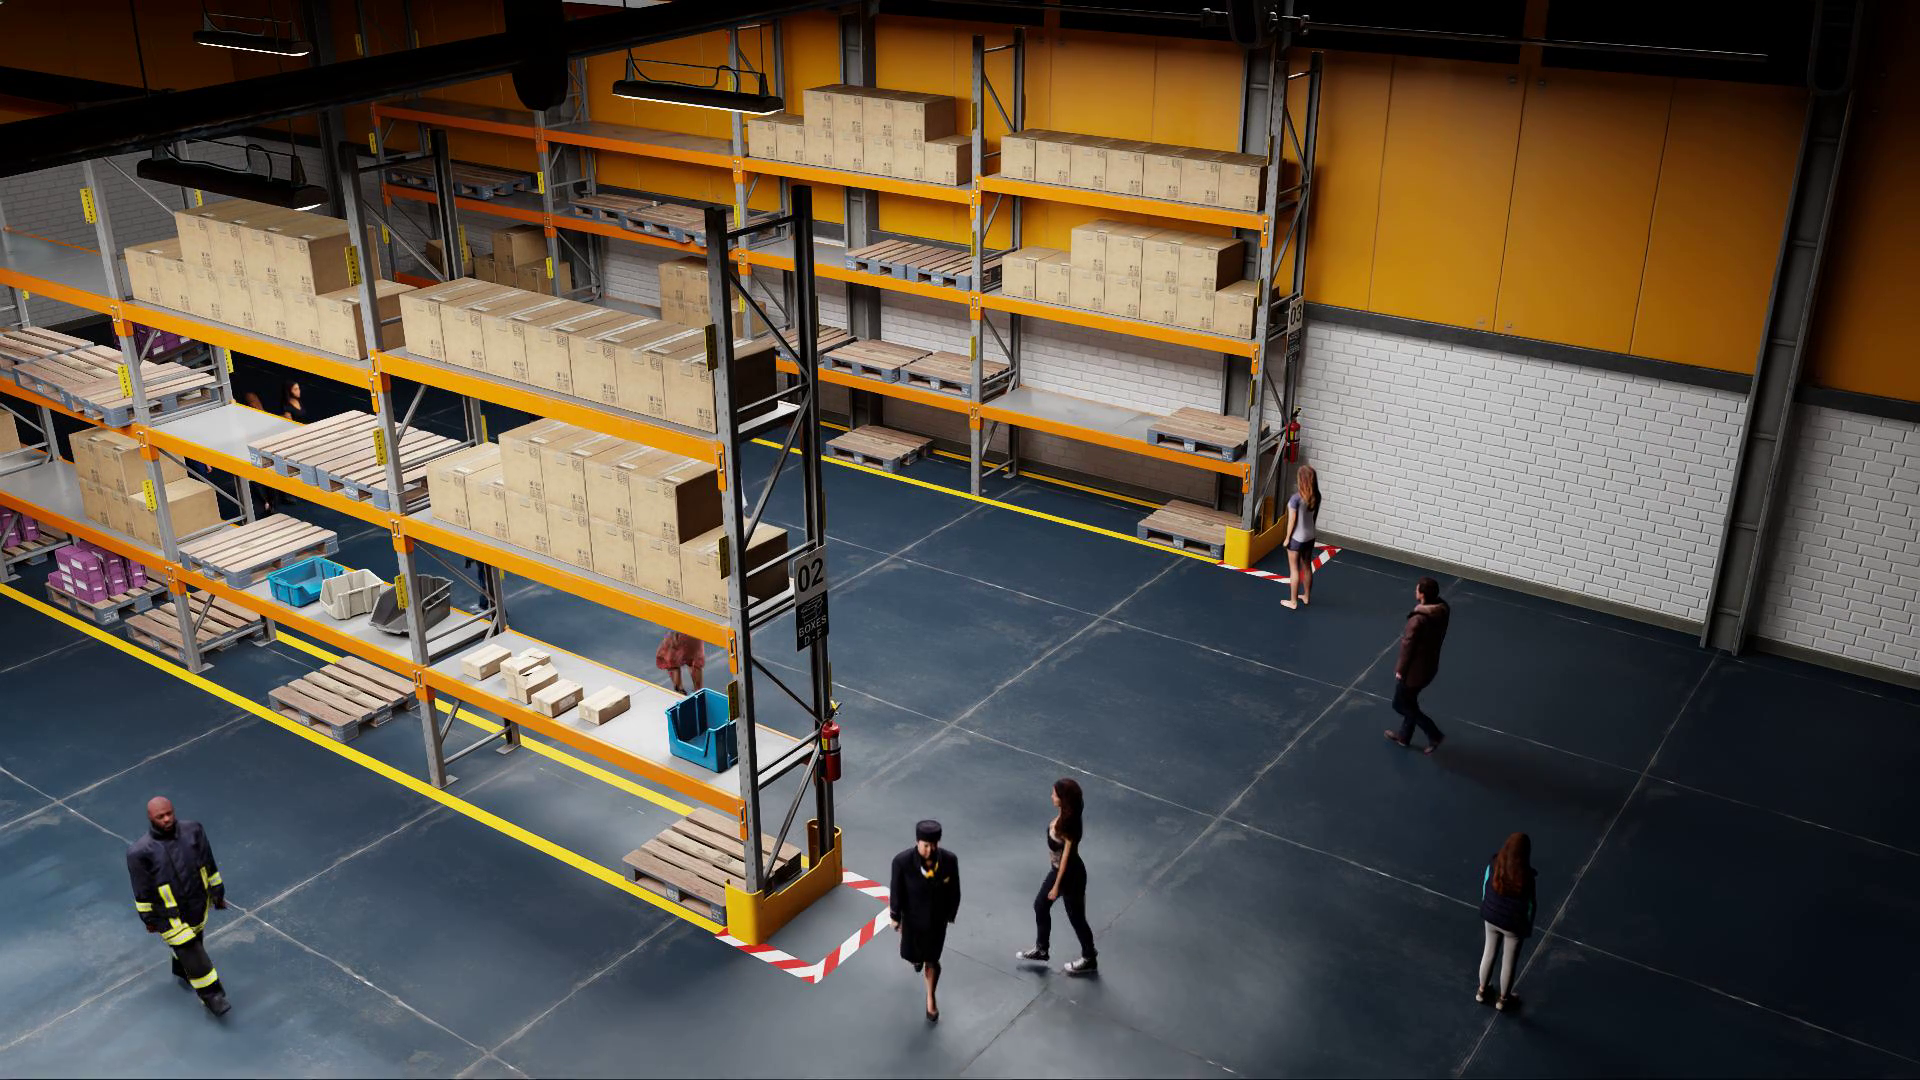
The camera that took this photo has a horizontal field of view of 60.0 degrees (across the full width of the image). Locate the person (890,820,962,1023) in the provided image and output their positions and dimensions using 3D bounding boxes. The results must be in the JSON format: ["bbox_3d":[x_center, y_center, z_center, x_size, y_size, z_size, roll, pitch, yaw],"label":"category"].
[{"bbox_3d":[-0.273,2.815,12.594,0.962,1.657,1.017,-3,24,-7],"label":"person"}]

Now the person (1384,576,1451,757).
[{"bbox_3d":[4.459,1.245,15.969,0.962,1.829,0.811,20,31,38],"label":"person"}]

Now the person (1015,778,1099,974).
[{"bbox_3d":[0.938,2.633,12.898,0.981,1.747,0.897,-2,24,-6],"label":"person"}]

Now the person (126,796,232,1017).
[{"bbox_3d":[-5.977,2.714,12.672,1.164,1.778,0.797,17,29,34],"label":"person"}]

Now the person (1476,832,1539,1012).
[{"bbox_3d":[4.146,2.884,12.632,0.555,1.501,0.664,21,31,39],"label":"person"}]

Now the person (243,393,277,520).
[{"bbox_3d":[-8.914,-1.032,21.361,0.685,1.684,0.663,15,28,31],"label":"person"}]

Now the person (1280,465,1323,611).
[{"bbox_3d":[3.921,-0.041,19.032,0.670,1.733,0.663,-15,28,-30],"label":"person"}]
